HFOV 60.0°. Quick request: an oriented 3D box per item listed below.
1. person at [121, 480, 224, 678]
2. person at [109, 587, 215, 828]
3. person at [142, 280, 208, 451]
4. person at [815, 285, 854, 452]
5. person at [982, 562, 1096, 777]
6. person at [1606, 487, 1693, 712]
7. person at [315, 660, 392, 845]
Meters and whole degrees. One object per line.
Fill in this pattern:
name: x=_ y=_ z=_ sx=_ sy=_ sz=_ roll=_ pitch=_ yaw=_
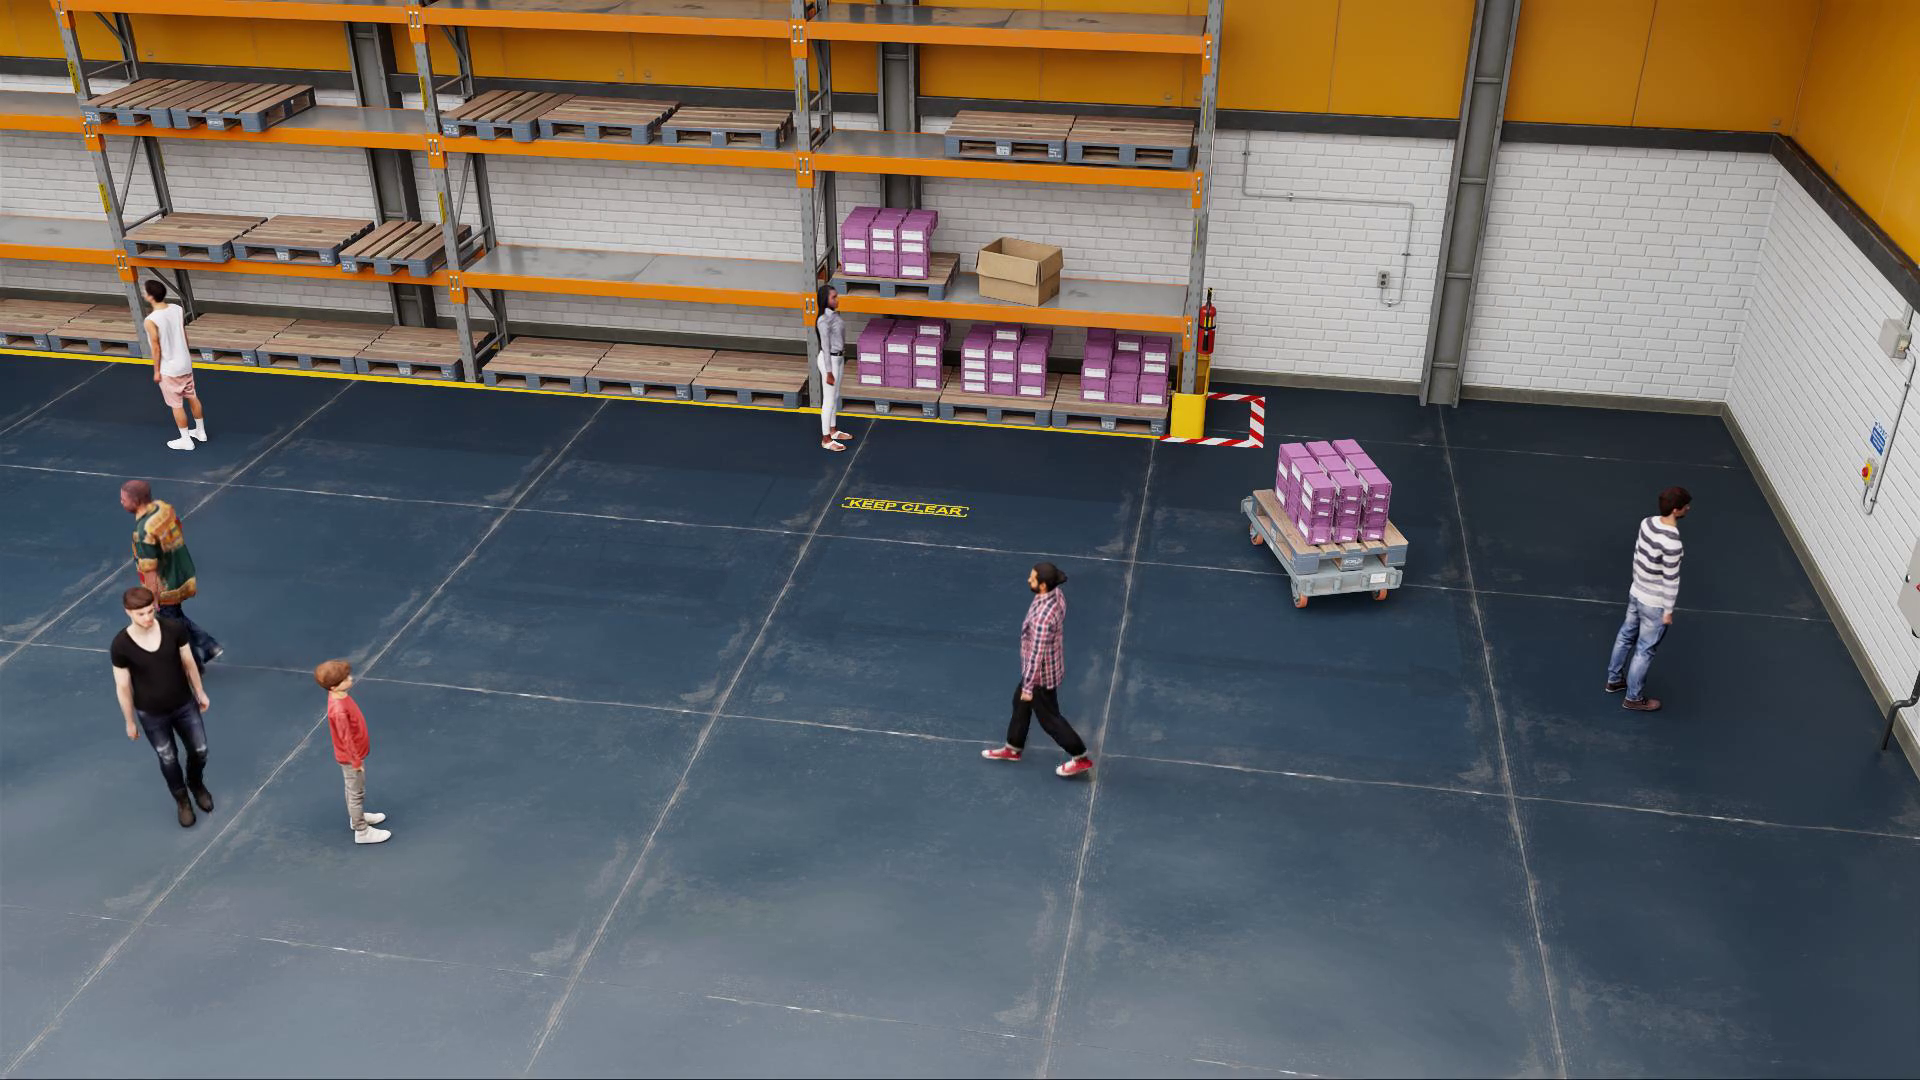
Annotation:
person: x=-6.114 y=0.324 z=13.009 sx=0.804 sy=1.793 sz=0.777 roll=-2 pitch=29 yaw=-3
person: x=-5.504 y=1.103 z=11.487 sx=0.837 sy=1.883 sz=0.896 roll=-18 pitch=34 yaw=-30
person: x=-7.983 y=-1.786 z=16.878 sx=0.621 sy=1.792 sz=0.671 roll=10 pitch=30 yaw=17
person: x=-1.311 y=-1.778 z=16.933 sx=0.516 sy=1.725 sz=0.589 roll=6 pitch=29 yaw=10
person: x=0.658 y=0.950 z=11.918 sx=1.059 sy=1.739 sz=0.695 roll=5 pitch=29 yaw=9
person: x=5.294 y=0.428 z=12.754 sx=0.654 sy=1.854 sz=0.713 roll=-5 pitch=29 yaw=-8
person: x=-4.182 y=1.432 z=11.371 sx=0.624 sy=1.416 sz=0.595 roll=-11 pitch=30 yaw=-19
